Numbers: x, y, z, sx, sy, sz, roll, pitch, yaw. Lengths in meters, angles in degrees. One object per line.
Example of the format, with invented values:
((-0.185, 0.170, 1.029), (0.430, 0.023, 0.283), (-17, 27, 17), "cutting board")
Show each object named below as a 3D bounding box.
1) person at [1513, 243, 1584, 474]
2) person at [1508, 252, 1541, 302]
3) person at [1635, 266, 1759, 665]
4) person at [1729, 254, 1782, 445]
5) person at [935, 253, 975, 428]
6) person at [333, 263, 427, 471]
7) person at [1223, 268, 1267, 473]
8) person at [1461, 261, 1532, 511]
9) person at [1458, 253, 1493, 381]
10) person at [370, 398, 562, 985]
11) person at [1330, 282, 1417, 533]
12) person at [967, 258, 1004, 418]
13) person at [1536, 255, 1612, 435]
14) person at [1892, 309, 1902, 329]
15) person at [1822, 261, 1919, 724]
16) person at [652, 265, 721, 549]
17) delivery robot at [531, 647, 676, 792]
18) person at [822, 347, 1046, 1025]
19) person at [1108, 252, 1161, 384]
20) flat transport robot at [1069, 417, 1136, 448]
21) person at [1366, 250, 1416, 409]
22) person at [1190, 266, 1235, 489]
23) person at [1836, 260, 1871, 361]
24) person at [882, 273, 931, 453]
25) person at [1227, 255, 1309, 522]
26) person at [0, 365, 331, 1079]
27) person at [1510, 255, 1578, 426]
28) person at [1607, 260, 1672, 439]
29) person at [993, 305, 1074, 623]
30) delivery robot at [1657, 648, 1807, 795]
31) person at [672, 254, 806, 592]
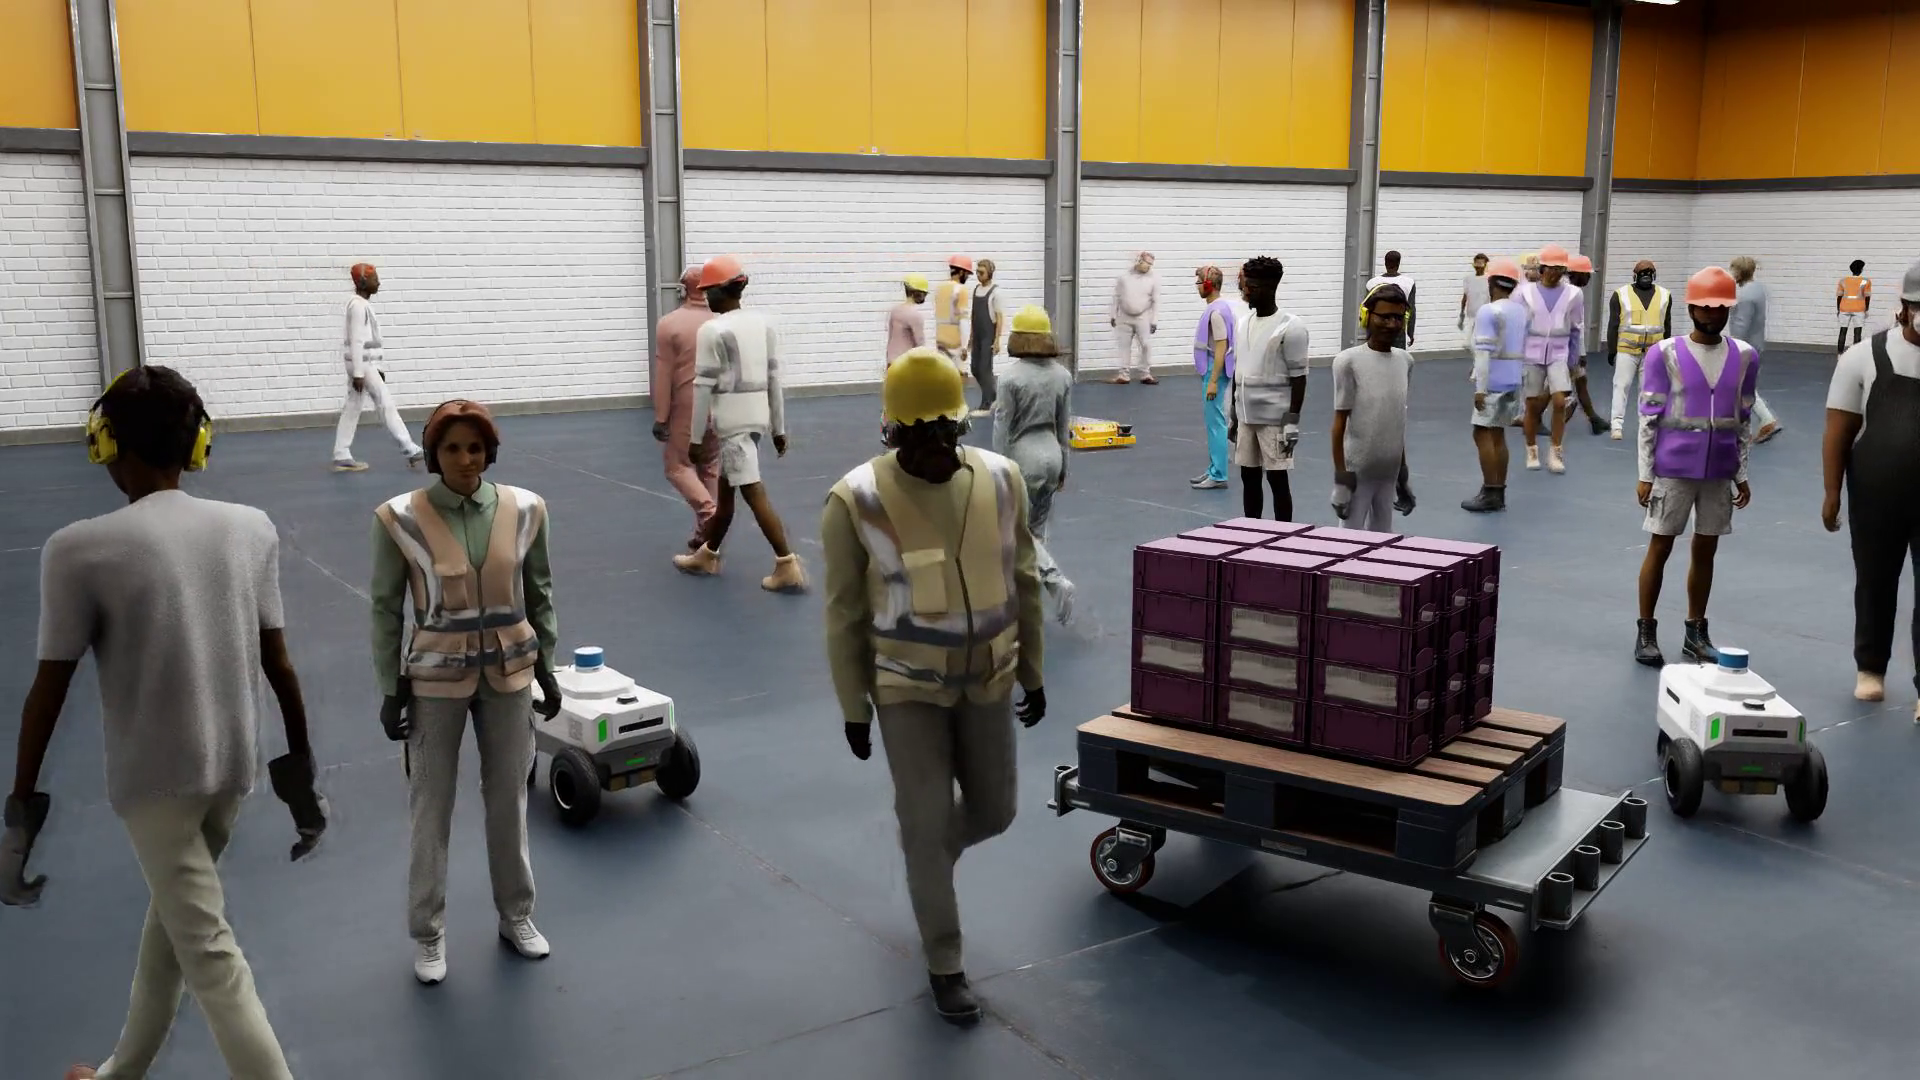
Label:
((5.155, -1.584, 14.630), (0.614, 2.012, 0.796), (2, 11, 12), "person")
((6.678, -2.472, 19.810), (0.714, 1.907, 0.590), (-6, 12, -32), "person")
((3.559, -0.343, 8.033), (0.550, 1.935, 0.376), (0, 10, 1), "person")
((7.783, -1.846, 16.362), (0.614, 1.917, 0.652), (7, 12, 34), "person")
((-0.111, -2.125, 17.916), (0.613, 1.902, 0.564), (-8, 13, -38), "person")
((-5.173, -1.526, 14.795), (0.951, 1.831, 0.606), (-4, 11, -20), "person")
((2.559, -1.563, 15.030), (0.580, 1.841, 0.997), (-2, 11, -13), "person")
((4.078, -1.176, 12.737), (0.723, 1.892, 0.449), (-8, 13, -37), "person")
((7.497, -3.227, 24.085), (0.541, 1.851, 0.482), (9, 13, 39), "person")
((-1.383, 0.417, 4.696), (0.523, 1.636, 0.310), (-6, 12, -32), "person")
((1.970, -0.284, 7.921), (0.519, 1.865, 0.331), (-7, 12, -32), "person")
((0.296, -2.346, 19.299), (0.494, 1.842, 0.540), (-7, 13, -35), "person")
((6.428, -2.013, 17.347), (0.966, 1.881, 0.560), (3, 11, 18), "person")
((10.142, -1.954, 17.860), (0.872, 1.575, 0.592), (-3, 11, -18), "person")
((4.087, -0.233, 7.148), (0.701, 2.000, 0.972), (6, 12, 28), "person")
((-1.675, -0.830, 10.818), (0.655, 1.894, 0.582), (-9, 14, -41), "person")
((-1.370, 0.642, 6.173), (0.477, 0.478, 0.707), (-9, 14, -42), "delivery robot")
((-0.092, 0.363, 4.568), (0.623, 1.799, 0.660), (-5, 11, -24), "person")
((2.437, -3.107, 23.392), (0.742, 1.874, 0.396), (3, 11, 14), "person")
((1.077, -1.120, 16.864), (0.652, 0.197, 1.431), (-7, 12, -33), "flat transport robot")
((5.163, -2.510, 19.974), (0.592, 1.917, 0.392), (4, 11, 20), "person")
((2.108, -1.335, 13.738), (0.373, 1.838, 0.572), (1, 10, 6), "person")
((14.913, -3.826, 27.788), (0.536, 1.696, 0.321), (10, 14, 43), "person")
((-0.484, -1.630, 15.635), (0.442, 1.729, 0.566), (-6, 12, -28), "person")
((1.882, -0.774, 10.320), (0.363, 1.963, 0.612), (-6, 12, -31), "person")
((-1.708, 0.544, 3.539), (0.935, 1.804, 0.618), (5, 12, 28), "person")
((6.341, -2.147, 18.086), (0.657, 1.882, 0.643), (1, 10, 5), "person")
((6.971, -1.944, 17.074), (0.634, 1.842, 0.429), (1, 10, 6), "person")
((0.419, -0.388, 8.882), (0.491, 1.725, 0.662), (-7, 13, -34), "person")
((2.848, 0.644, 6.162), (0.477, 0.478, 0.707), (1, 10, 8), "delivery robot")
((-1.326, -0.688, 9.837), (1.085, 1.977, 0.611), (6, 12, 30), "person")
